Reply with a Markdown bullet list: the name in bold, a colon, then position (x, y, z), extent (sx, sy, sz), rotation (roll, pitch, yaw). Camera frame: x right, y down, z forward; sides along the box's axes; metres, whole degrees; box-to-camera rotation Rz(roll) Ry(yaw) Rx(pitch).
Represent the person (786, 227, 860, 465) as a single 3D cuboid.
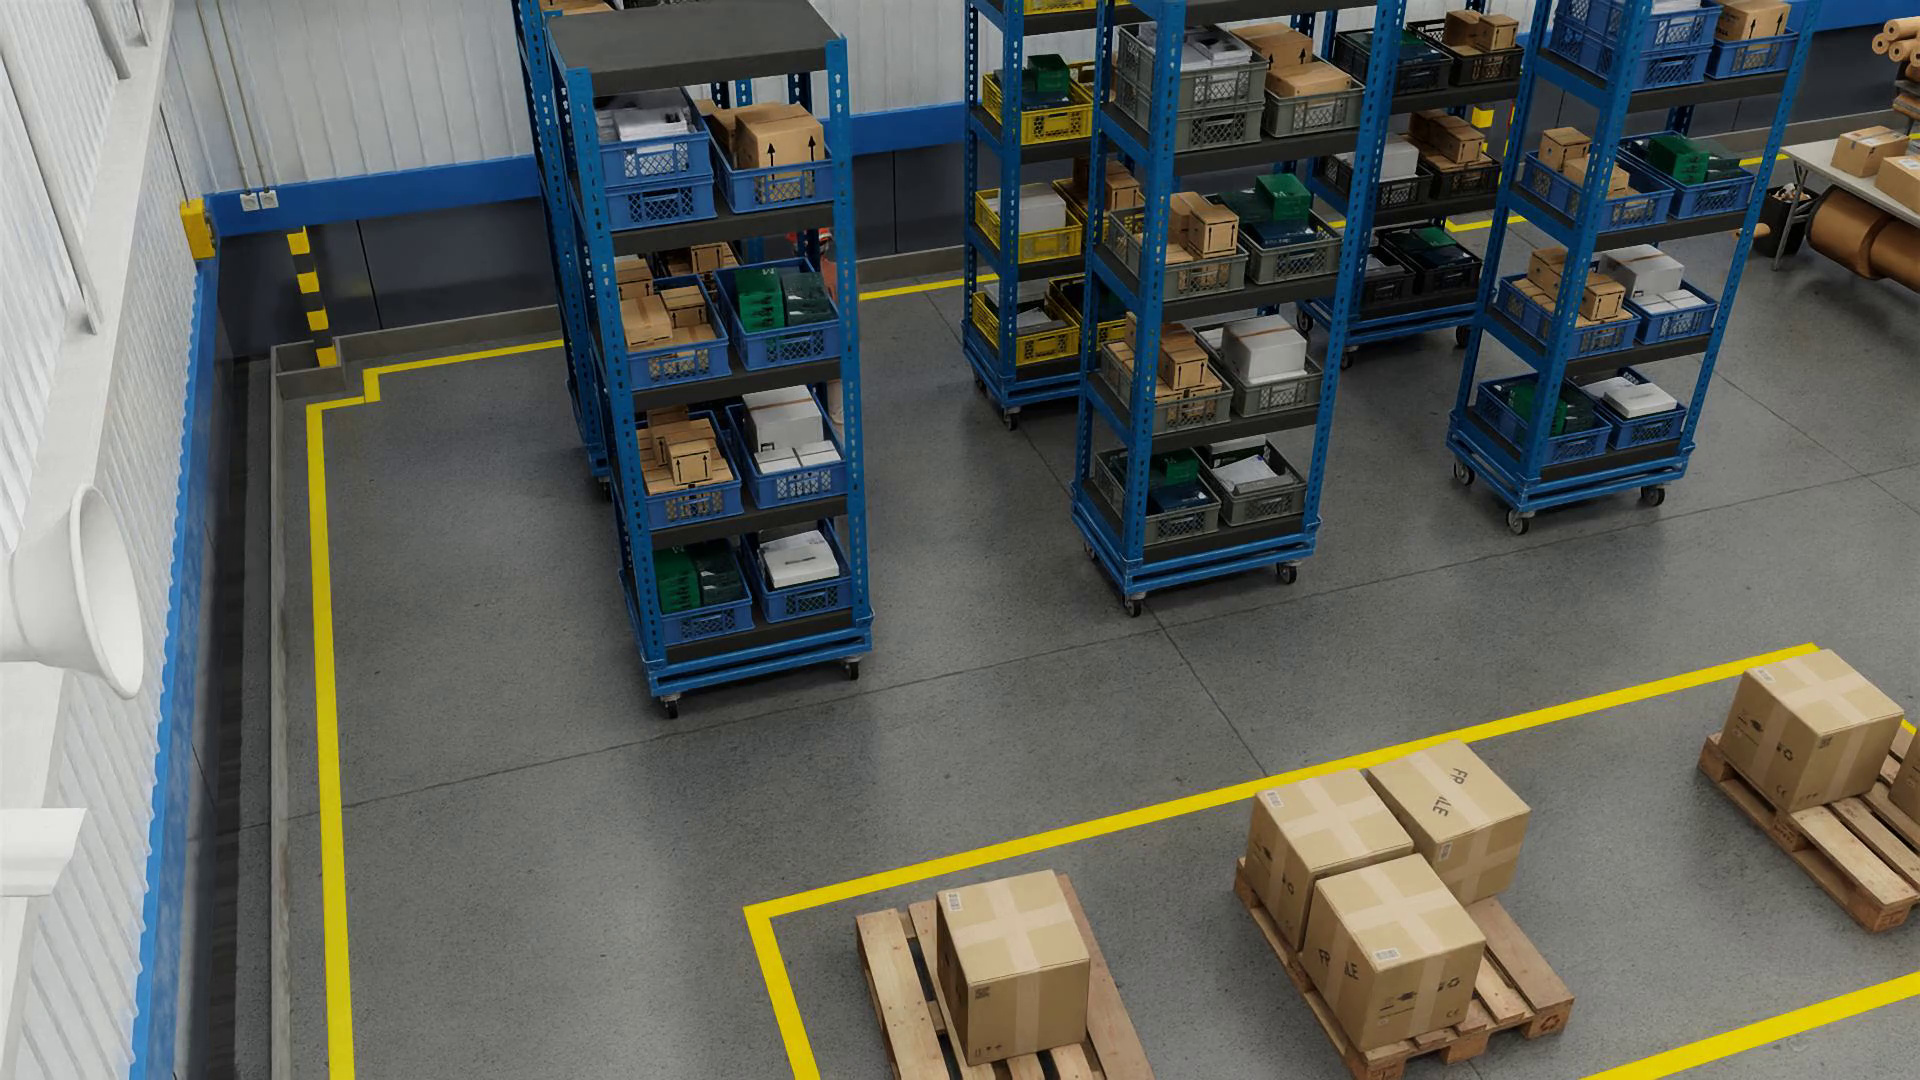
- **person**: position (-0.858, -1.061, 10.068), extent (0.412, 1.979, 0.630), rotation (29, 44, 34)
